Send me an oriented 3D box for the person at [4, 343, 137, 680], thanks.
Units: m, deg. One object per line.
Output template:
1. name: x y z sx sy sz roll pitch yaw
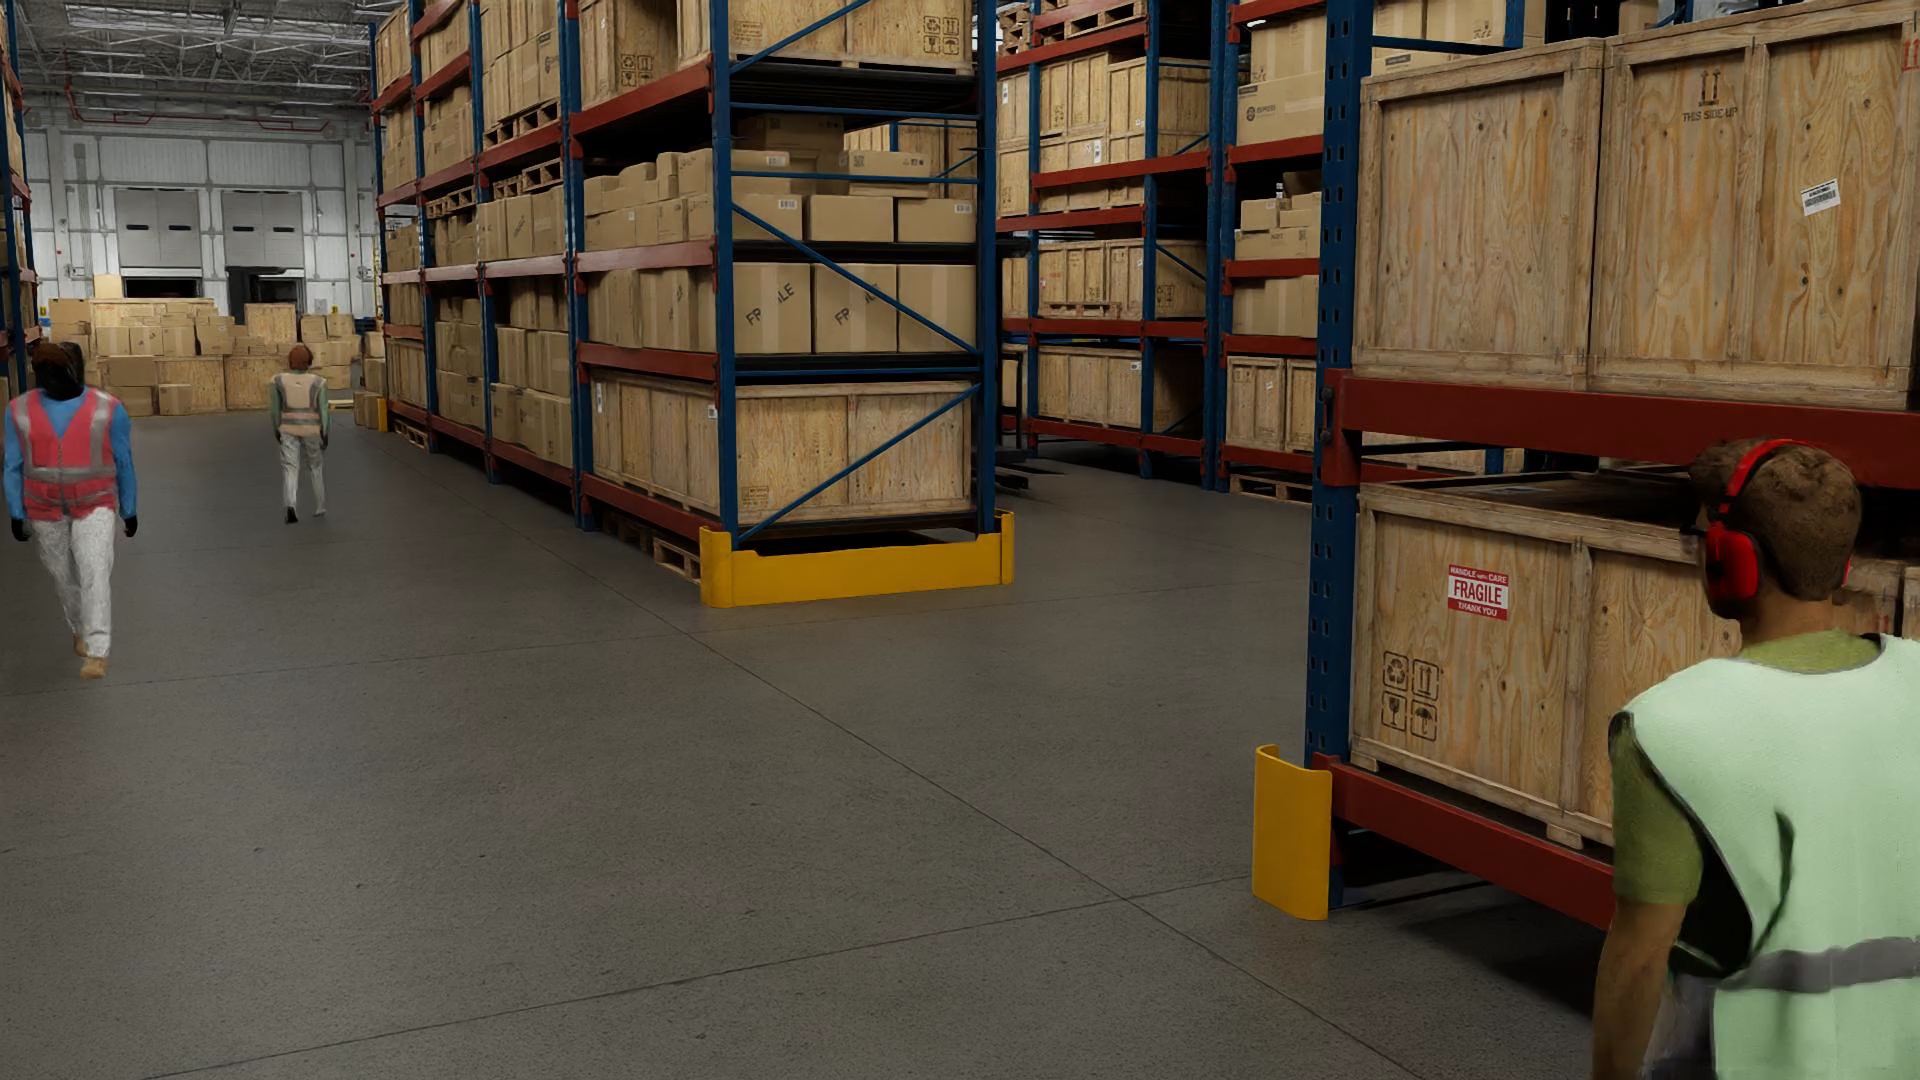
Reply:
1. person: -4.855 -0.184 9.110 0.627 1.798 0.956 -3 9 -17

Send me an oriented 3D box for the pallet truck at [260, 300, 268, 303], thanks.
1. pallet truck: -23.913 -7.404 58.171 1.885 1.965 0.823 -1 8 -9

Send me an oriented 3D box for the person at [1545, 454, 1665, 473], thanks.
1. person: 2.670 0.046 6.986 1.011 1.953 0.613 -4 9 -27

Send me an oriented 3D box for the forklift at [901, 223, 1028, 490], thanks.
1. forklift: -0.203 -1.975 17.707 1.129 2.768 1.873 -4 9 -26

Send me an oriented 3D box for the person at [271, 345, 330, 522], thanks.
1. person: -6.022 -0.977 15.192 0.514 1.608 0.786 -2 8 -13

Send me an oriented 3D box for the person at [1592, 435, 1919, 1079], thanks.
1. person: 1.154 0.773 2.331 0.592 1.833 0.472 -3 9 -17

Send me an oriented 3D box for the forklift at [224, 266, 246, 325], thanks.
1. forklift: -17.757 -5.360 41.049 1.873 2.768 1.129 -2 8 -11
